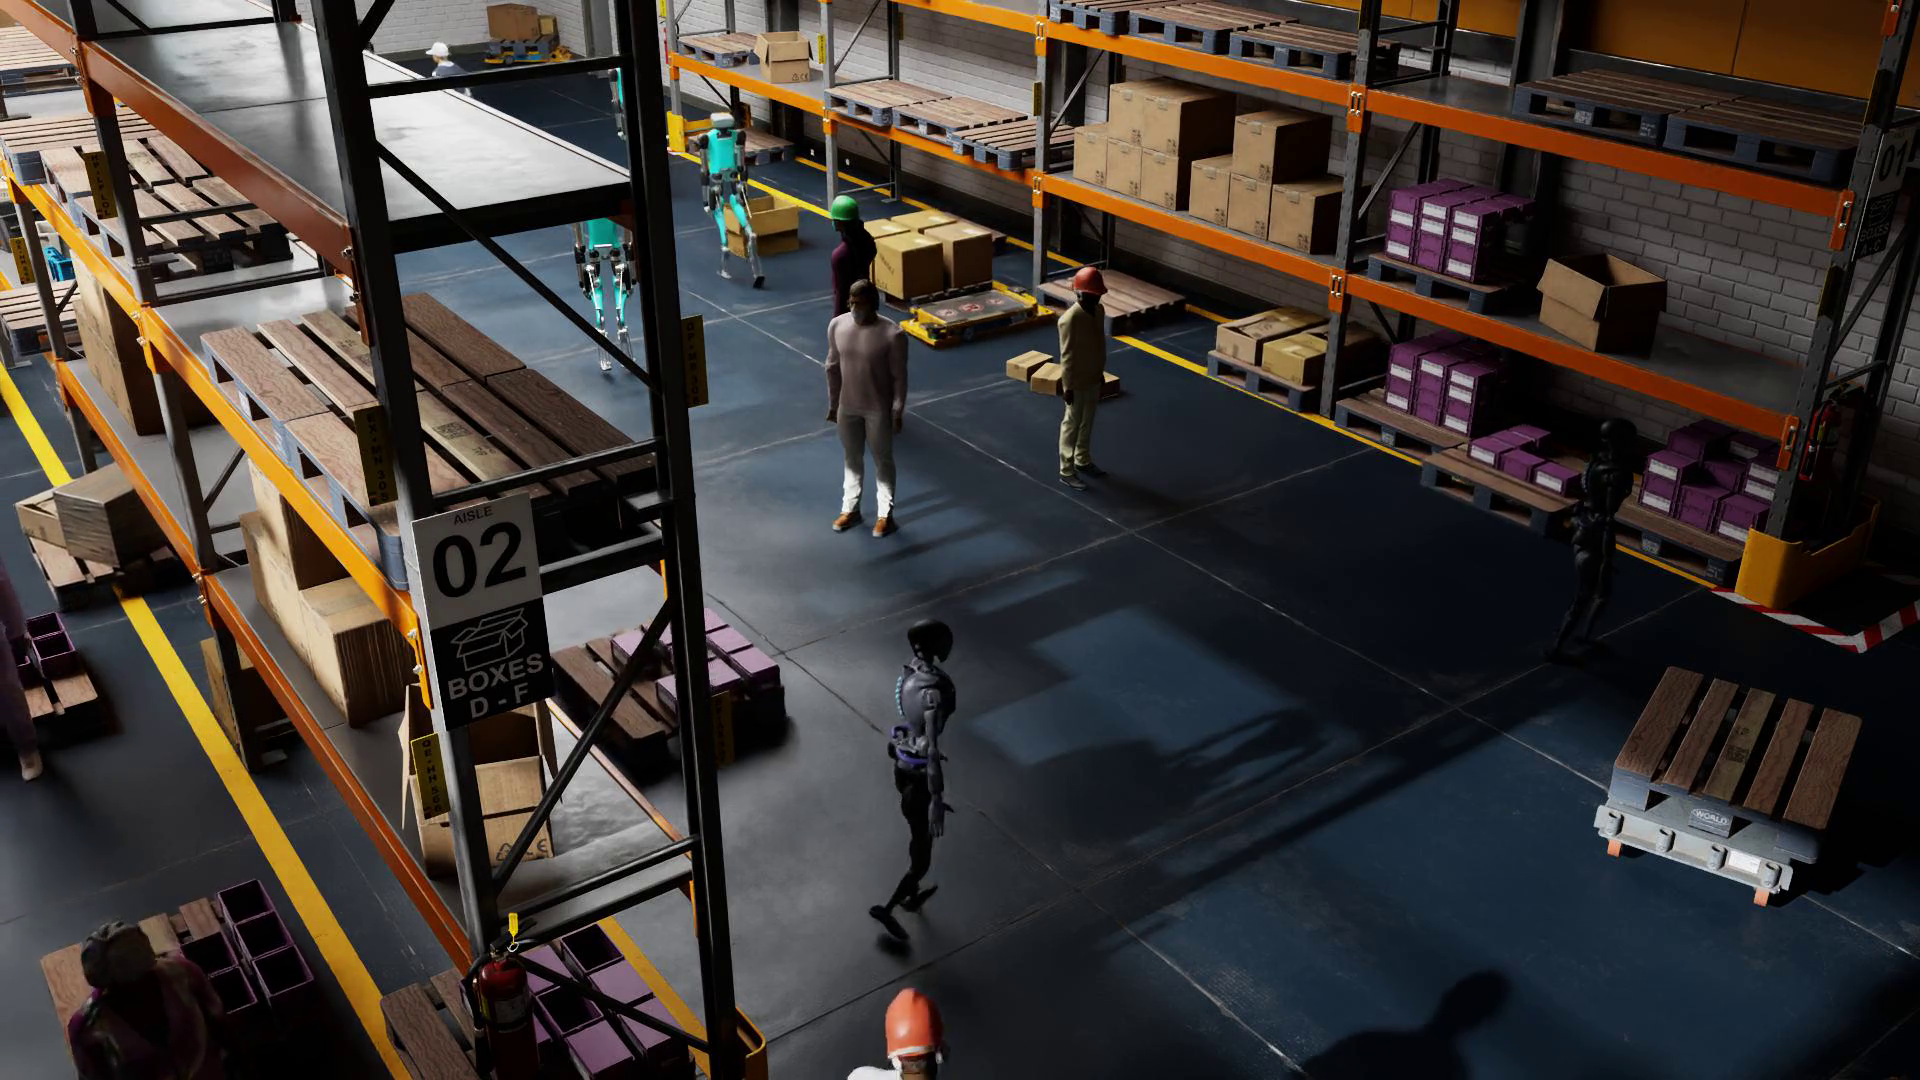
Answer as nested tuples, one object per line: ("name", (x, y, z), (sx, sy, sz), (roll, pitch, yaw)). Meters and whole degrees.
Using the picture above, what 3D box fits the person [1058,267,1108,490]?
("person", (0.968, -1.265, 12.849), (0.330, 1.749, 0.571), (17, 31, 30))

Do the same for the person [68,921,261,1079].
("person", (-2.935, 2.051, 6.180), (0.629, 1.814, 0.576), (23, 35, 38))

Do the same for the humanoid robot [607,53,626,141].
("humanoid robot", (-3.888, -5.097, 20.348), (0.533, 1.673, 0.735), (-20, 33, -34))

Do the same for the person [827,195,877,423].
("person", (-0.902, -1.915, 13.926), (0.426, 1.949, 0.498), (13, 30, 24))

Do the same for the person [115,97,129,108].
("person", (-10.404, -5.282, 20.593), (0.431, 1.980, 0.636), (11, 29, 22))

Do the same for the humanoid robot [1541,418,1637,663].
("humanoid robot", (3.989, 0.014, 10.388), (0.458, 1.647, 0.597), (4, 27, 8))

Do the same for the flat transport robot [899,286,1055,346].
("flat transport robot", (0.172, -2.202, 16.366), (1.431, 0.231, 0.659), (-17, 31, -30))

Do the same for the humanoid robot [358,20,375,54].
("humanoid robot", (-8.360, -6.486, 23.393), (0.836, 1.617, 0.596), (-21, 33, -35))

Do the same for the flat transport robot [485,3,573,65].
("flat transport robot", (-7.383, -8.348, 28.593), (1.431, 0.231, 0.659), (-1, 27, -3))

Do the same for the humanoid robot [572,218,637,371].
("humanoid robot", (-3.146, -2.297, 14.772), (0.533, 1.677, 0.735), (-4, 27, -7))

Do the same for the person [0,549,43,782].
("person", (-5.513, 0.457, 9.289), (0.812, 1.887, 0.492), (1, 27, 2))

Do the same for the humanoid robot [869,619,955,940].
("humanoid robot", (-0.244, 1.142, 8.154), (0.458, 1.647, 0.601), (-5, 27, -9))

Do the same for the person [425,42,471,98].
("person", (-6.549, -5.442, 21.168), (0.611, 1.737, 0.775), (7, 27, 13))

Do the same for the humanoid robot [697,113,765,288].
("humanoid robot", (-2.308, -3.486, 17.310), (0.544, 1.775, 0.935), (-15, 31, -28))

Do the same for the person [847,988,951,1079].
("person", (-0.169, 2.336, 5.730), (0.579, 1.710, 0.597), (14, 30, 26))

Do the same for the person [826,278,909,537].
("person", (-0.677, -0.958, 12.035), (0.627, 1.940, 0.370), (10, 28, 19))
